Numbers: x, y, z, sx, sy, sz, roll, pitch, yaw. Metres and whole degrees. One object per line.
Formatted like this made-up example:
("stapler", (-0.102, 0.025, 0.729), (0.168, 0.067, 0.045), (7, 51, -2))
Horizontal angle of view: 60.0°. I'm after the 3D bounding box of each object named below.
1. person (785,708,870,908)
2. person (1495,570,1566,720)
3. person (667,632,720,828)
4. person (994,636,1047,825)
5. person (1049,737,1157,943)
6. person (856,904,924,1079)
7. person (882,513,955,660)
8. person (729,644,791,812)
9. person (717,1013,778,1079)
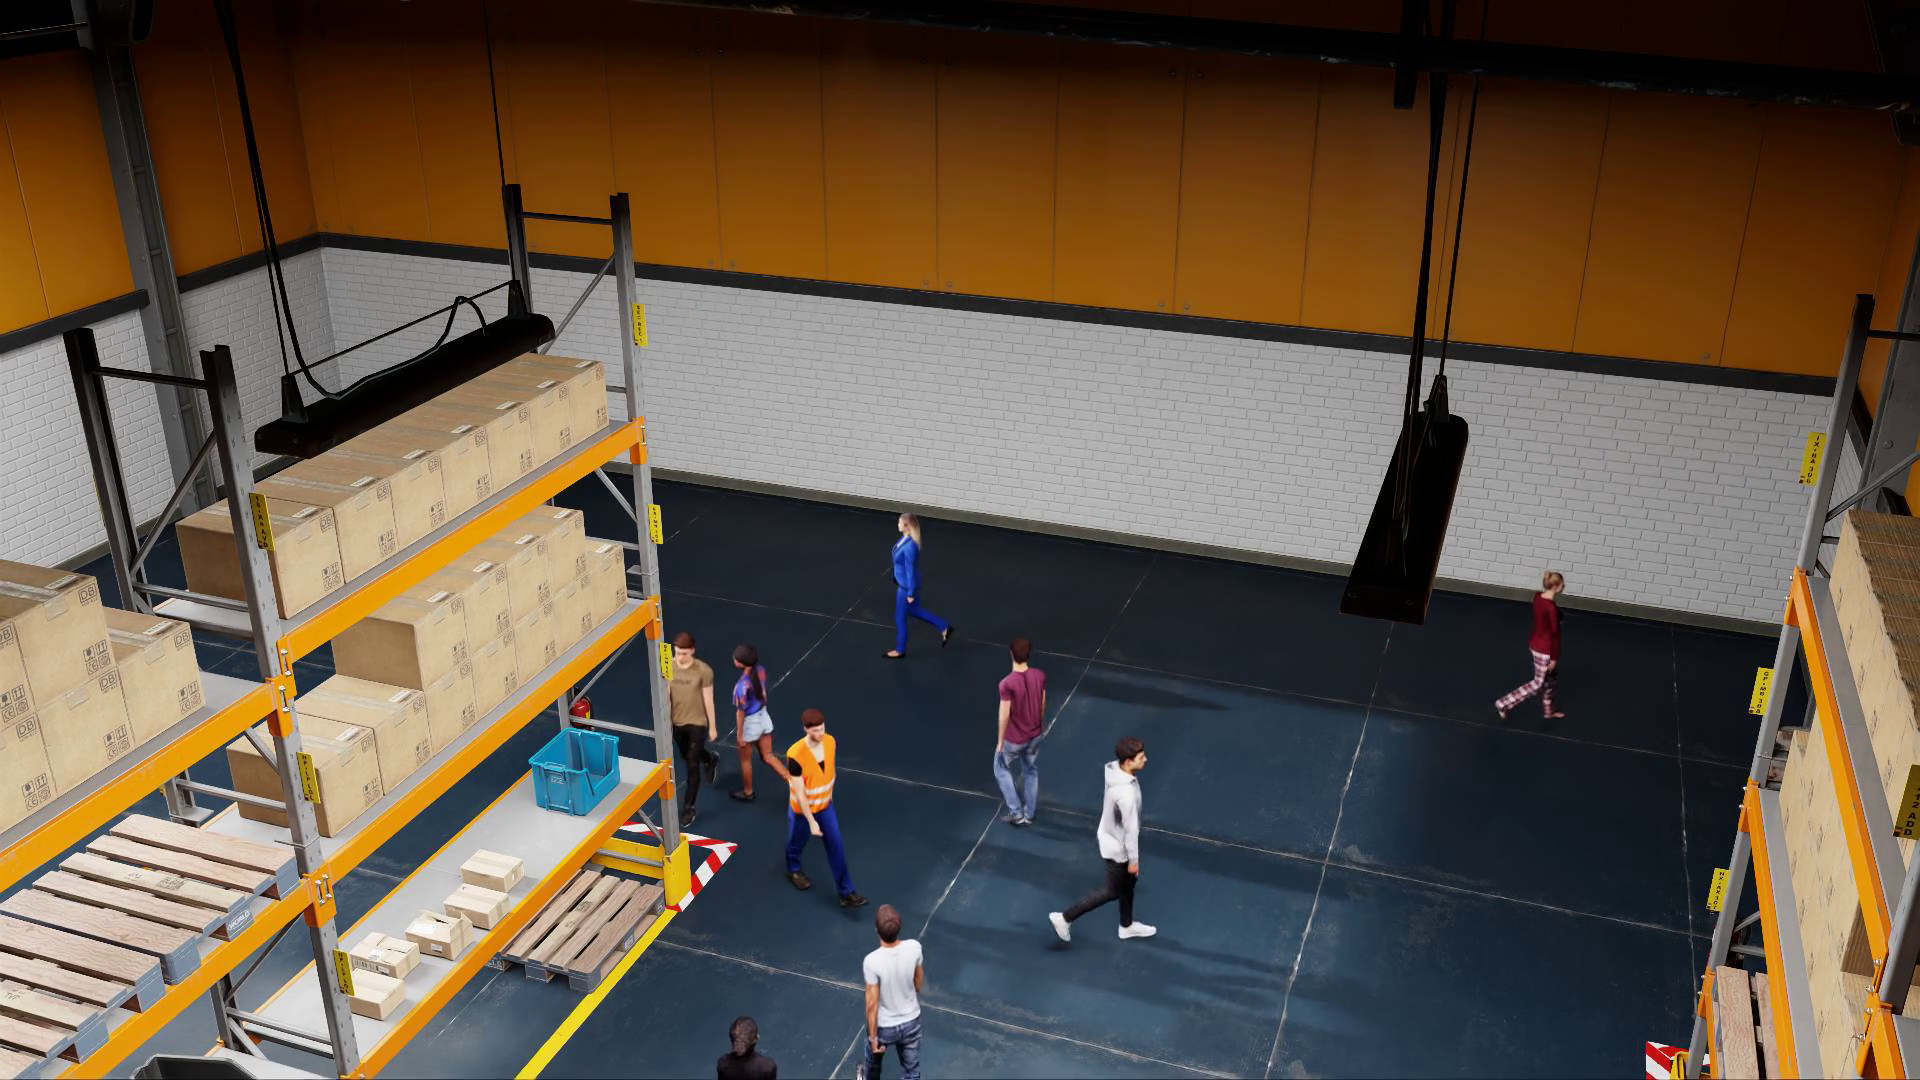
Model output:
("person", (-1.310, 2.196, 13.929), (1.254, 1.836, 1.122), (-21, 31, -39))
("person", (5.781, 1.099, 16.645), (0.944, 1.671, 1.049), (-1, 24, -3))
("person", (-2.431, 1.638, 15.228), (0.671, 1.819, 1.159), (8, 25, 18))
("person", (0.595, 1.767, 14.921), (0.785, 1.828, 0.861), (-12, 26, -25))
("person", (1.163, 2.435, 13.304), (1.037, 1.899, 1.178), (-1, 24, -2))
("person", (-0.402, 3.355, 11.301), (1.140, 1.818, 1.219), (-10, 25, -21))
("person", (-0.447, 0.506, 17.995), (0.972, 1.677, 1.070), (-3, 24, -6))
("person", (-1.787, 1.739, 15.127), (0.780, 1.714, 1.041), (14, 27, 28))
("person", (-1.325, 3.770, 10.592), (0.663, 1.626, 0.694), (2, 24, 4))
